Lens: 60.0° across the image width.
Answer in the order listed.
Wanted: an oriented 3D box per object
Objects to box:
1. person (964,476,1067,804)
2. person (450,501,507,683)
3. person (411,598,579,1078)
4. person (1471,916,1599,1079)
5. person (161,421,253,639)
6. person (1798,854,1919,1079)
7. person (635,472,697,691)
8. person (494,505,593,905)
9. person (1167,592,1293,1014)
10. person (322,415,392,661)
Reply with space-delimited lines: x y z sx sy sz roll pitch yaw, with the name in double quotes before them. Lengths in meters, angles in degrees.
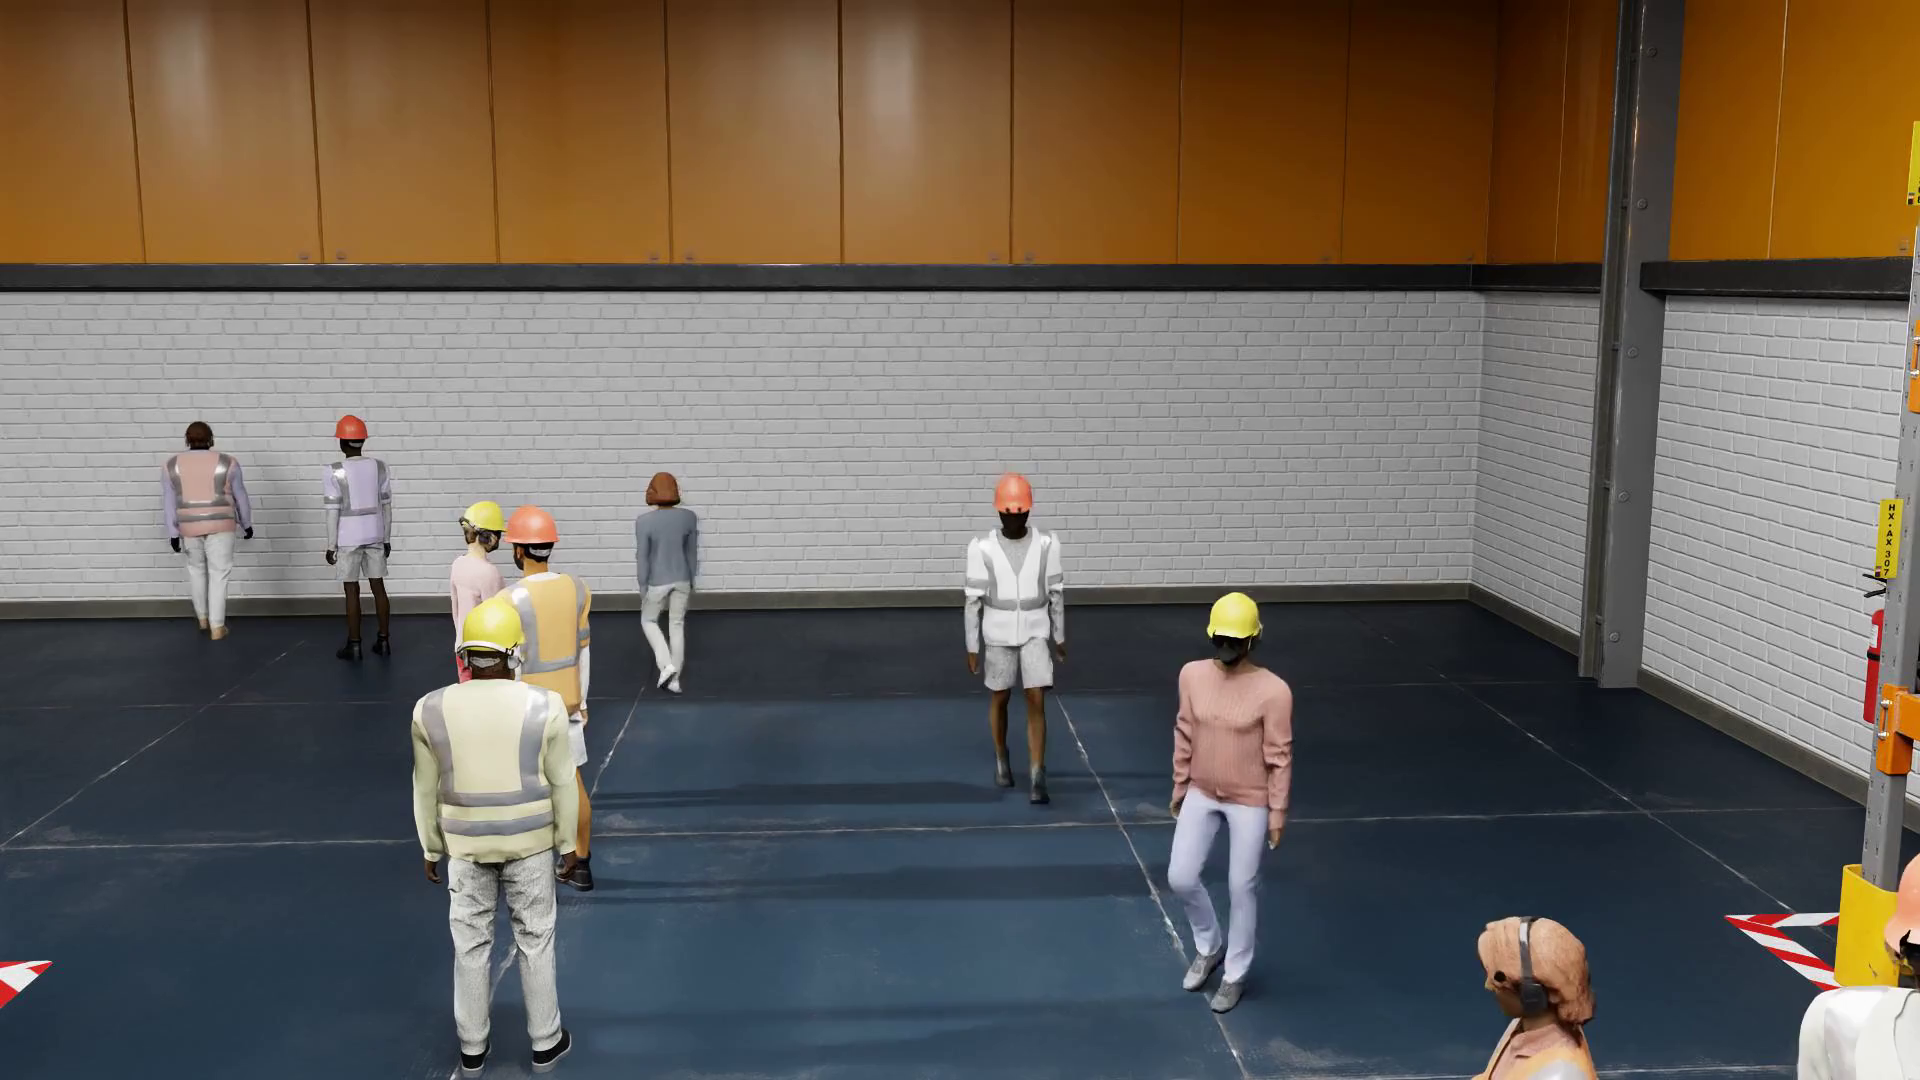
"person" 0.329 0.573 9.579 0.608 1.891 0.912 0 9 -3
"person" -2.698 0.657 9.476 0.321 1.761 0.522 -8 12 -42
"person" -1.741 1.125 6.299 0.600 1.831 0.404 -1 9 -6
"person" 1.289 1.630 3.743 0.314 1.639 0.515 2 9 13
"person" -6.337 -0.104 14.104 0.633 1.814 0.798 -2 9 -10
"person" 1.817 1.531 3.096 0.397 2.044 0.609 -8 12 -41
"person" -2.126 0.310 12.078 0.507 1.619 0.383 -6 11 -32
"person" -2.031 0.796 8.038 0.379 1.937 0.548 7 11 36
"person" 1.104 1.073 6.841 0.554 1.752 0.353 6 11 34
"person" -4.756 -0.018 13.141 0.353 1.942 0.545 9 13 44
